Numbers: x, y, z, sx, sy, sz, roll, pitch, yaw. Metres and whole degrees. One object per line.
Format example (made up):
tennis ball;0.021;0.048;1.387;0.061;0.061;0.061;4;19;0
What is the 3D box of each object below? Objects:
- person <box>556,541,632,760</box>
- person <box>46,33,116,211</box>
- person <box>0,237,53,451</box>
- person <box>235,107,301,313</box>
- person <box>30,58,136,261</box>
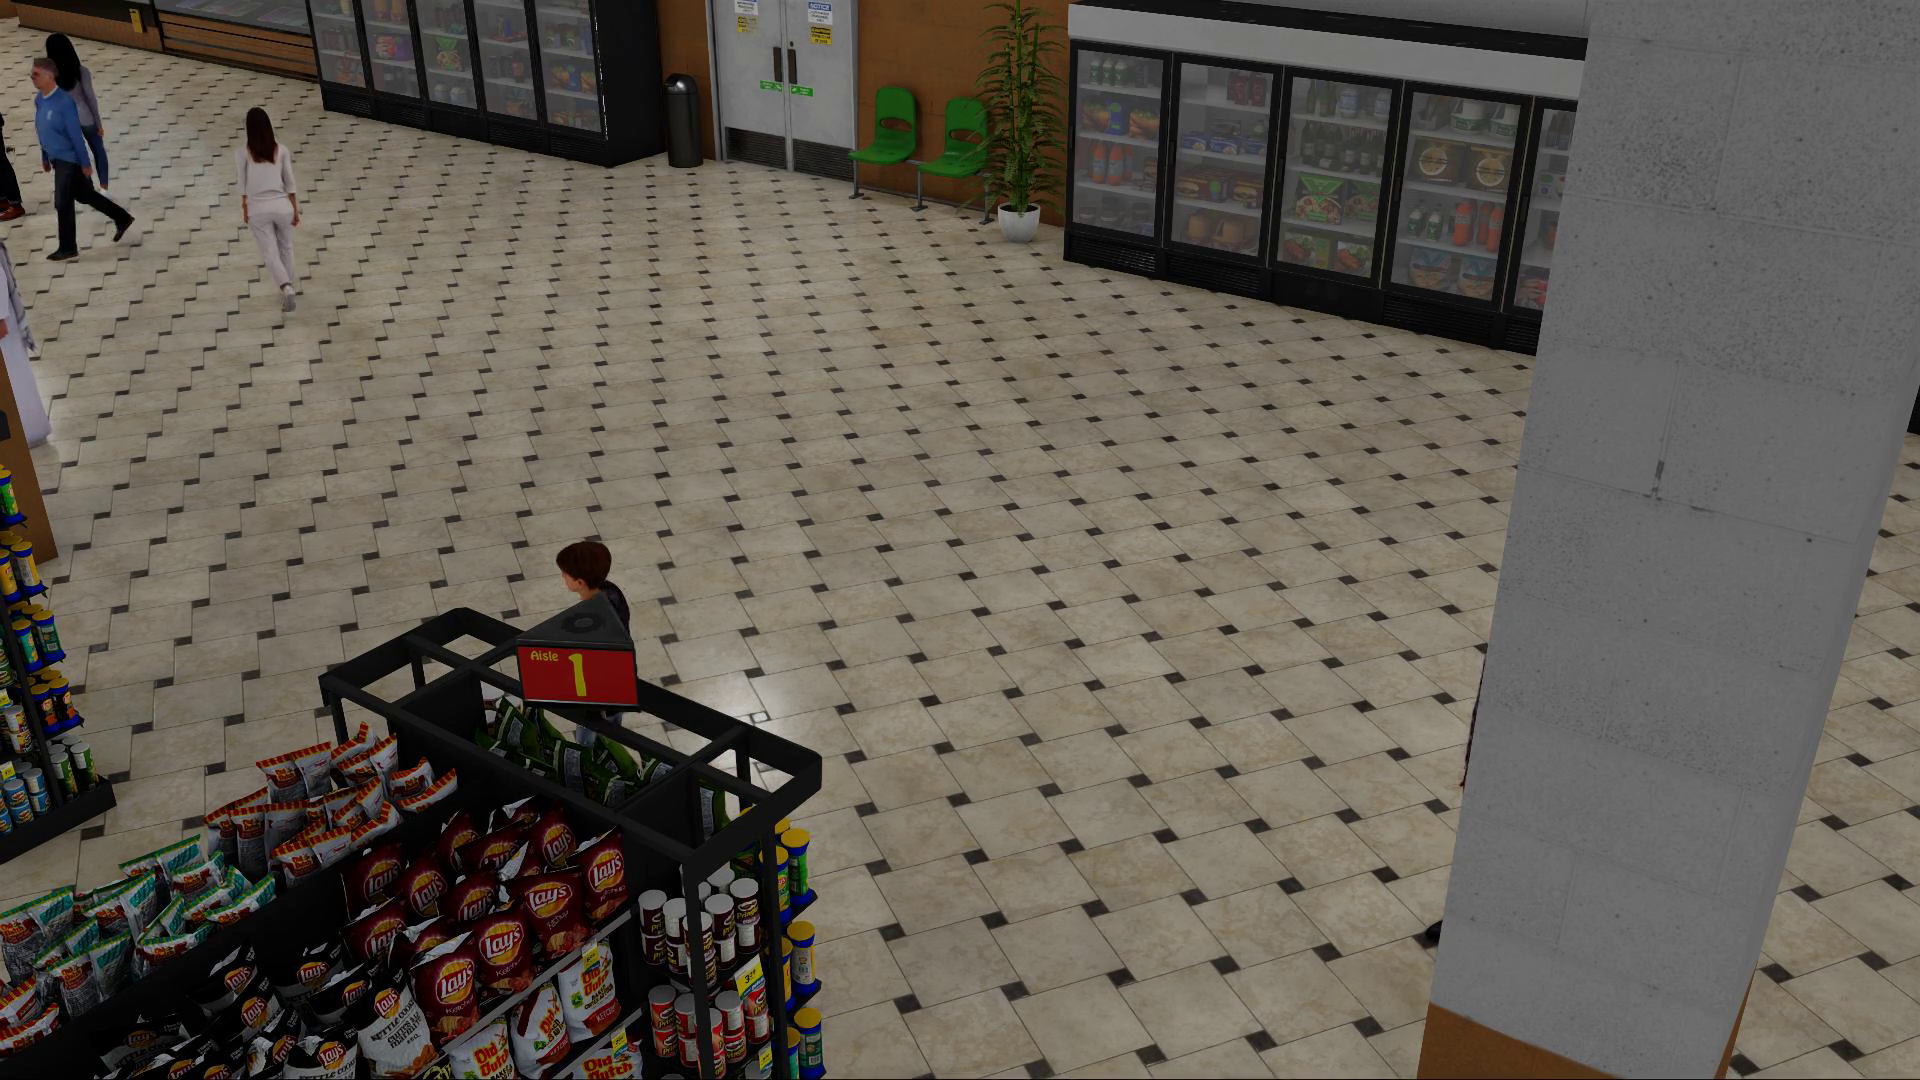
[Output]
person;-1.535;0.663;7.430;0.742;1.435;0.701;3;27;7
person;-8.806;-4.127;16.556;0.710;1.723;0.786;-8;28;-16
person;-6.564;-1.549;11.243;0.713;1.931;0.655;21;34;35
person;-5.734;-2.724;13.854;1.051;1.664;0.902;-17;31;-30
person;-8.148;-3.527;15.304;0.665;1.785;1.139;19;32;32
